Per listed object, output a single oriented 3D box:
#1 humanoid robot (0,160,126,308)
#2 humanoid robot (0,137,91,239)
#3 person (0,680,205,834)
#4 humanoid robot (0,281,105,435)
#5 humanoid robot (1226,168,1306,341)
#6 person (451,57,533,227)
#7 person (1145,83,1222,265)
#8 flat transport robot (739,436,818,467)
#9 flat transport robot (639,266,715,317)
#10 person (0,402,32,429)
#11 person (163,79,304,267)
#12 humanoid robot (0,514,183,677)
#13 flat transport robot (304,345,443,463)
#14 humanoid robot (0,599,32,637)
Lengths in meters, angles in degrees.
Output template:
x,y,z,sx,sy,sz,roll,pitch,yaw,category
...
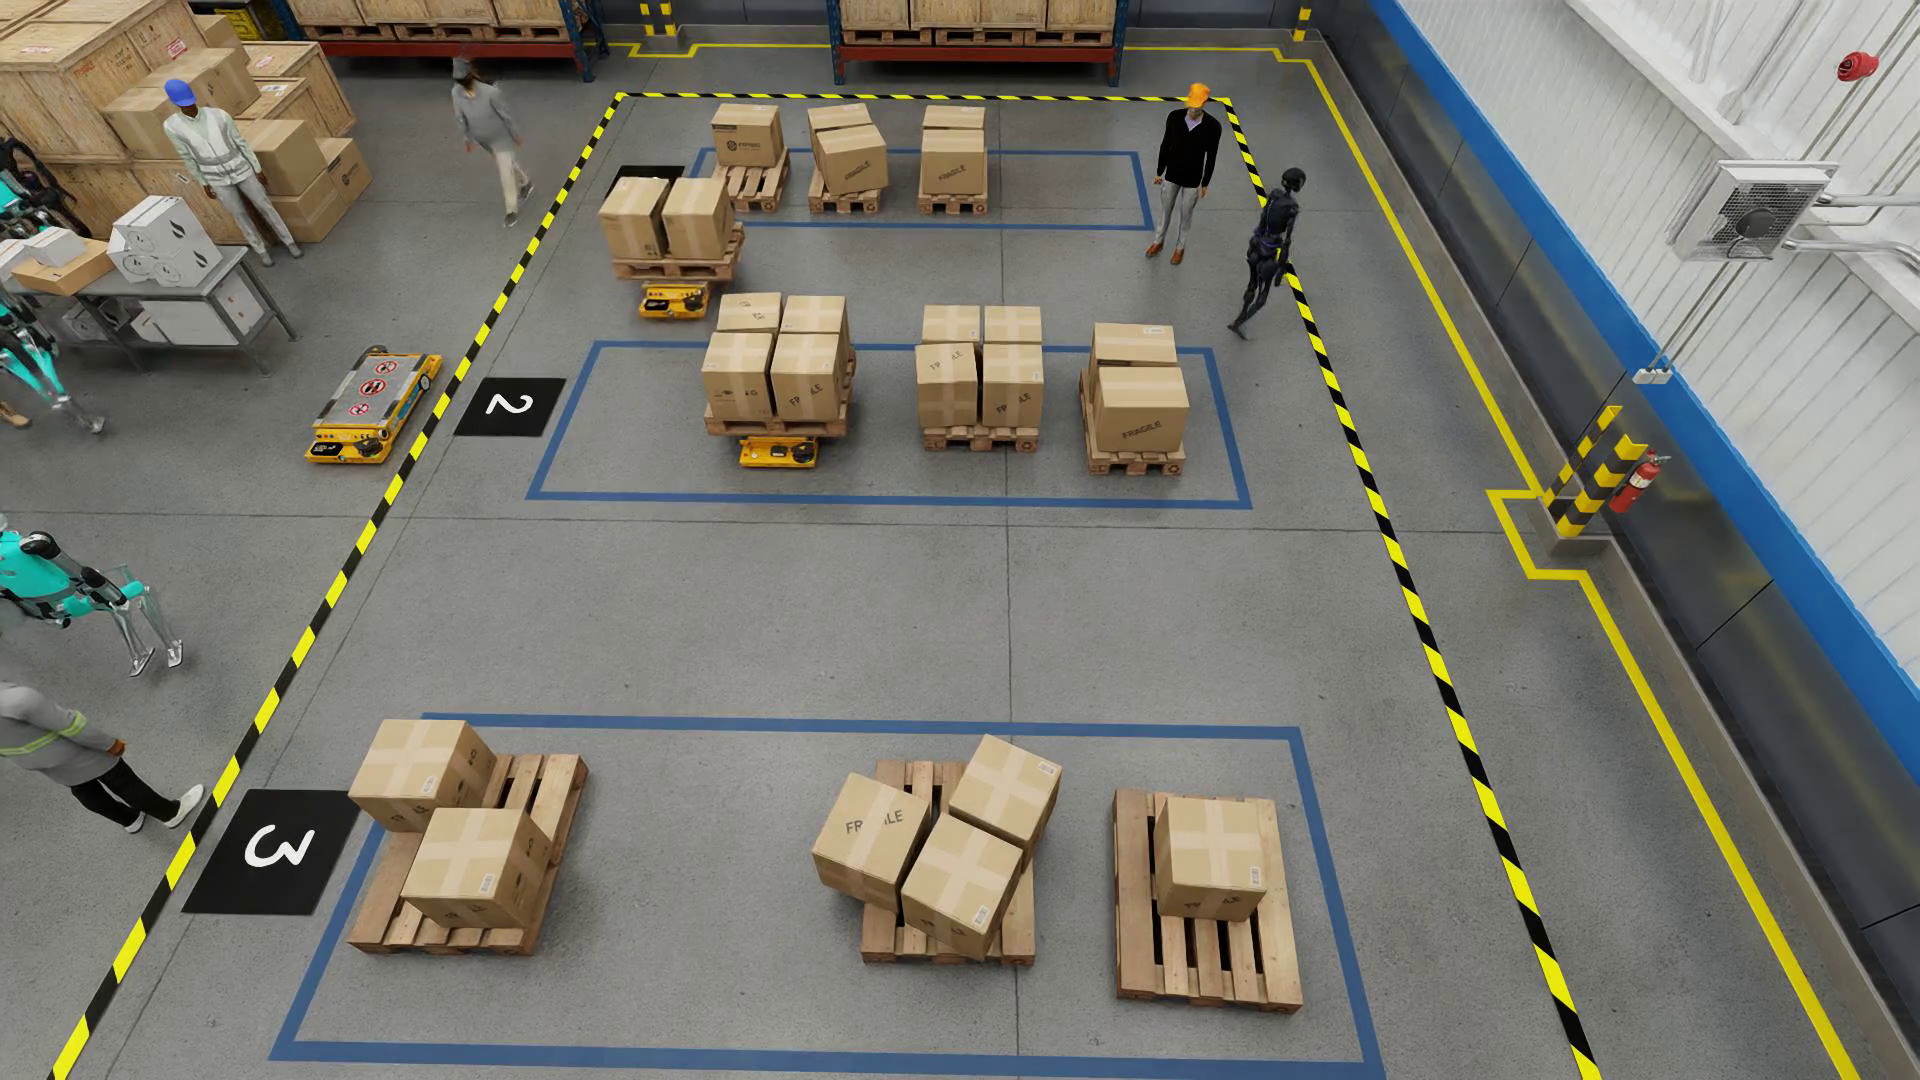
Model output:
x,y,z,sx,sy,sz,roll,pitch,yaw,category
-8.825,-2.917,8.909,0.823,1.813,0.547,10,51,8,humanoid robot
-9.603,-3.566,9.459,0.374,1.644,0.628,28,55,22,humanoid robot
-5.243,1.173,5.337,0.593,1.849,0.391,-3,50,-3,person
-7.897,-1.519,7.693,0.552,1.784,0.769,-32,57,-24,humanoid robot
2.880,-2.734,8.761,0.466,1.648,0.614,-8,50,-7,humanoid robot
-5.226,-4.482,10.205,0.585,1.714,0.933,6,50,5,person
2.304,-3.764,9.494,0.590,1.882,0.375,24,54,19,person
-1.582,-1.235,8.394,0.652,0.197,1.431,1,50,1,flat transport robot
-2.944,-2.887,9.792,0.652,0.197,1.431,1,50,1,flat transport robot
-8.755,-1.663,7.629,0.391,2.037,0.624,25,54,20,person
-7.534,-3.768,9.464,0.602,1.939,0.411,-30,56,-23,person
-5.829,0.262,6.096,0.533,1.677,0.735,-12,51,-10,humanoid robot
-5.383,-1.269,8.441,0.659,0.231,1.431,1,50,1,flat transport robot
-7.336,0.115,6.355,0.385,1.639,0.634,24,54,19,humanoid robot
